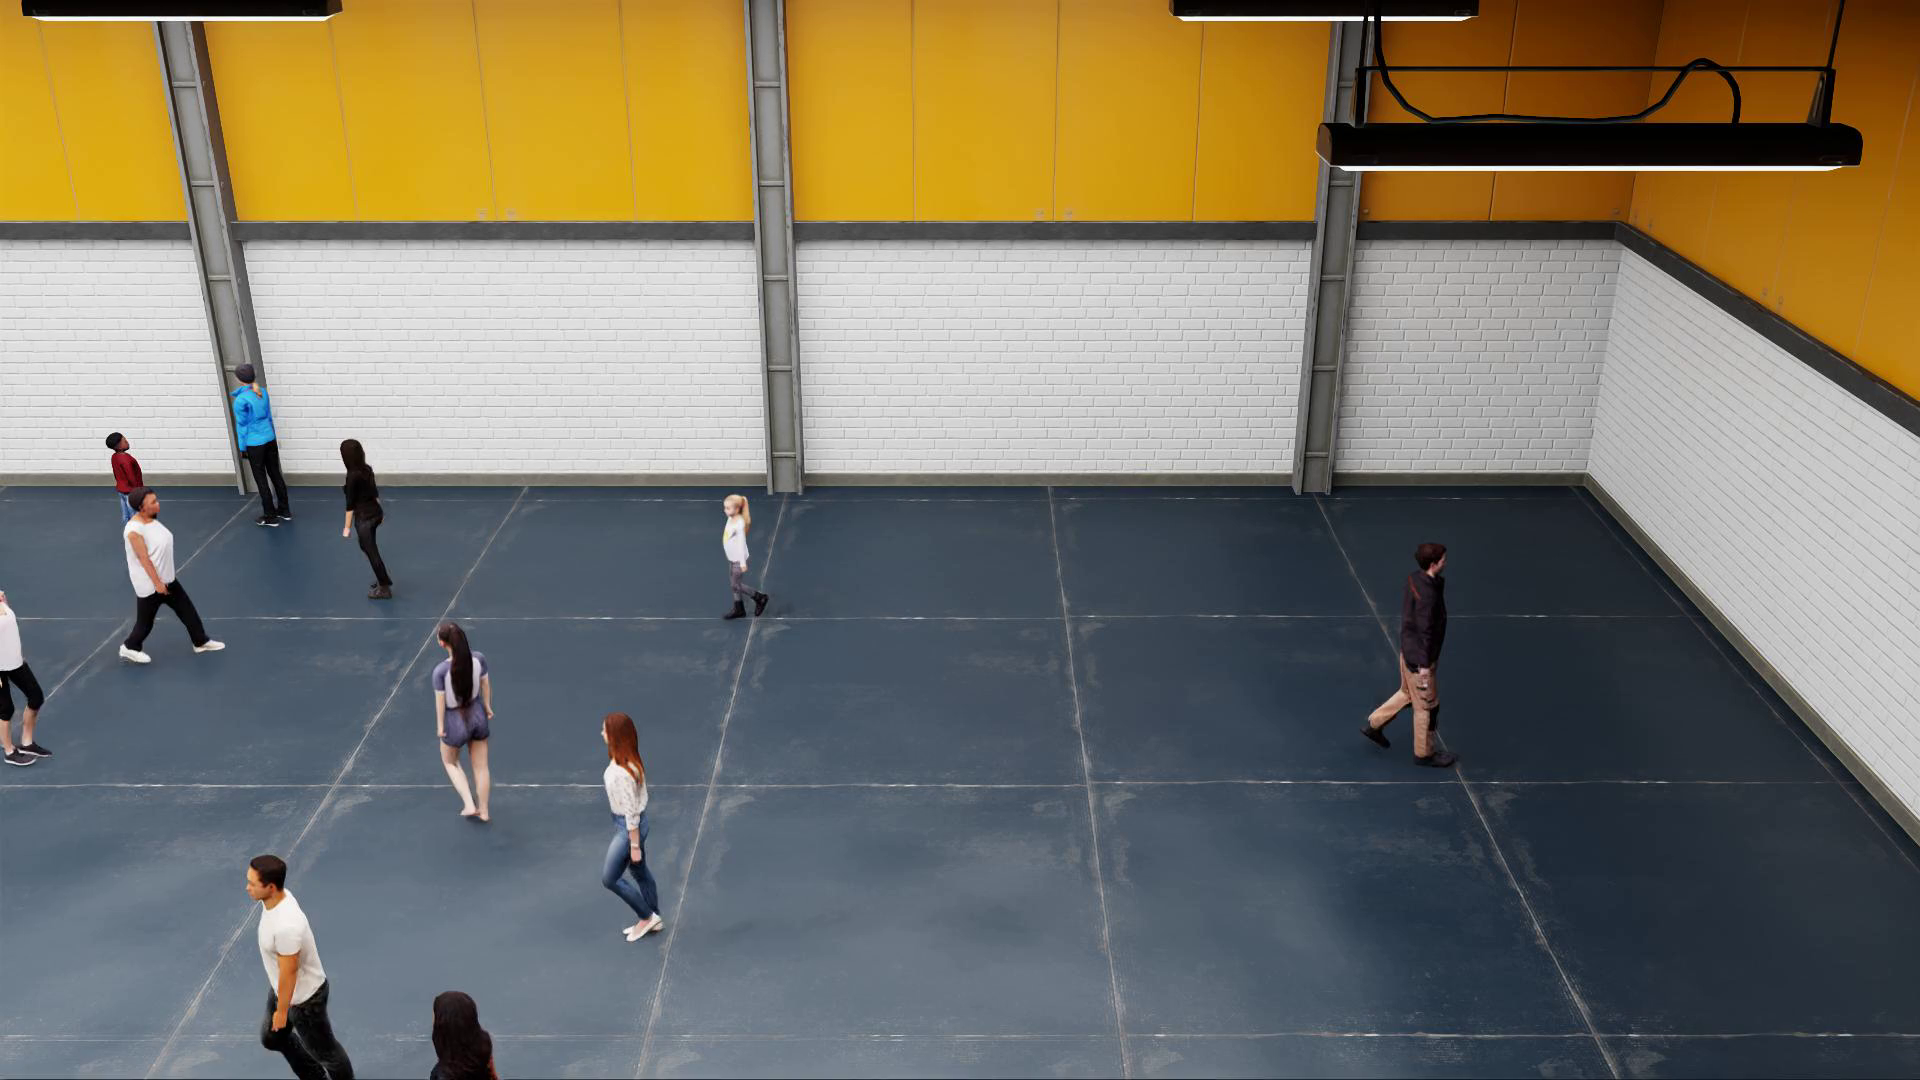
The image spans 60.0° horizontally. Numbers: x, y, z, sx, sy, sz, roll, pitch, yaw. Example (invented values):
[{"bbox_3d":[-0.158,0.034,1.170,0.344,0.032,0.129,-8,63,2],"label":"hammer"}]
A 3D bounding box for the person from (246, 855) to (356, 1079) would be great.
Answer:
[{"bbox_3d":[-3.727,2.554,9.618,0.850,1.787,0.797,-20,30,-38],"label":"person"}]

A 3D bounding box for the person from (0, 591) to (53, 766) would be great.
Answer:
[{"bbox_3d":[-7.679,1.001,13.190,0.666,1.770,0.665,3,24,7],"label":"person"}]

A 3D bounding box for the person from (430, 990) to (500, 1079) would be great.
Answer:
[{"bbox_3d":[-2.417,3.089,8.495,0.911,1.706,0.777,4,24,10],"label":"person"}]

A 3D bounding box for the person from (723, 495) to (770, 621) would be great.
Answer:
[{"bbox_3d":[-2.045,0.157,15.748,0.737,1.269,0.617,-9,25,-20],"label":"person"}]

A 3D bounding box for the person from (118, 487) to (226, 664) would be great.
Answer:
[{"bbox_3d":[-7.246,0.341,14.843,1.093,1.657,0.691,-2,24,-4],"label":"person"}]

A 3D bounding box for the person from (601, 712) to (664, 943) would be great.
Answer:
[{"bbox_3d":[-2.118,1.925,11.141,0.645,1.720,0.658,-4,24,-10],"label":"person"}]

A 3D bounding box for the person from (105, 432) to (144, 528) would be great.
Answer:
[{"bbox_3d":[-8.671,-0.529,17.333,0.577,1.256,0.648,18,29,35],"label":"person"}]

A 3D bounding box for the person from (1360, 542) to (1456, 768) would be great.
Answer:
[{"bbox_3d":[3.602,0.906,13.227,0.987,1.915,0.747,2,24,4],"label":"person"}]

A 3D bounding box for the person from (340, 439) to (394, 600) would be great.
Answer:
[{"bbox_3d":[-5.652,-0.188,16.087,0.569,1.630,0.597,2,24,4],"label":"person"}]

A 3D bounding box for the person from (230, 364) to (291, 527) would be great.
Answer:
[{"bbox_3d":[-7.477,-1.026,17.796,0.679,1.797,0.682,11,26,24],"label":"person"}]

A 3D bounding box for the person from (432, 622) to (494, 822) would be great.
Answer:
[{"bbox_3d":[-3.659,1.403,12.435,0.706,1.639,0.774,-20,30,-38],"label":"person"}]
